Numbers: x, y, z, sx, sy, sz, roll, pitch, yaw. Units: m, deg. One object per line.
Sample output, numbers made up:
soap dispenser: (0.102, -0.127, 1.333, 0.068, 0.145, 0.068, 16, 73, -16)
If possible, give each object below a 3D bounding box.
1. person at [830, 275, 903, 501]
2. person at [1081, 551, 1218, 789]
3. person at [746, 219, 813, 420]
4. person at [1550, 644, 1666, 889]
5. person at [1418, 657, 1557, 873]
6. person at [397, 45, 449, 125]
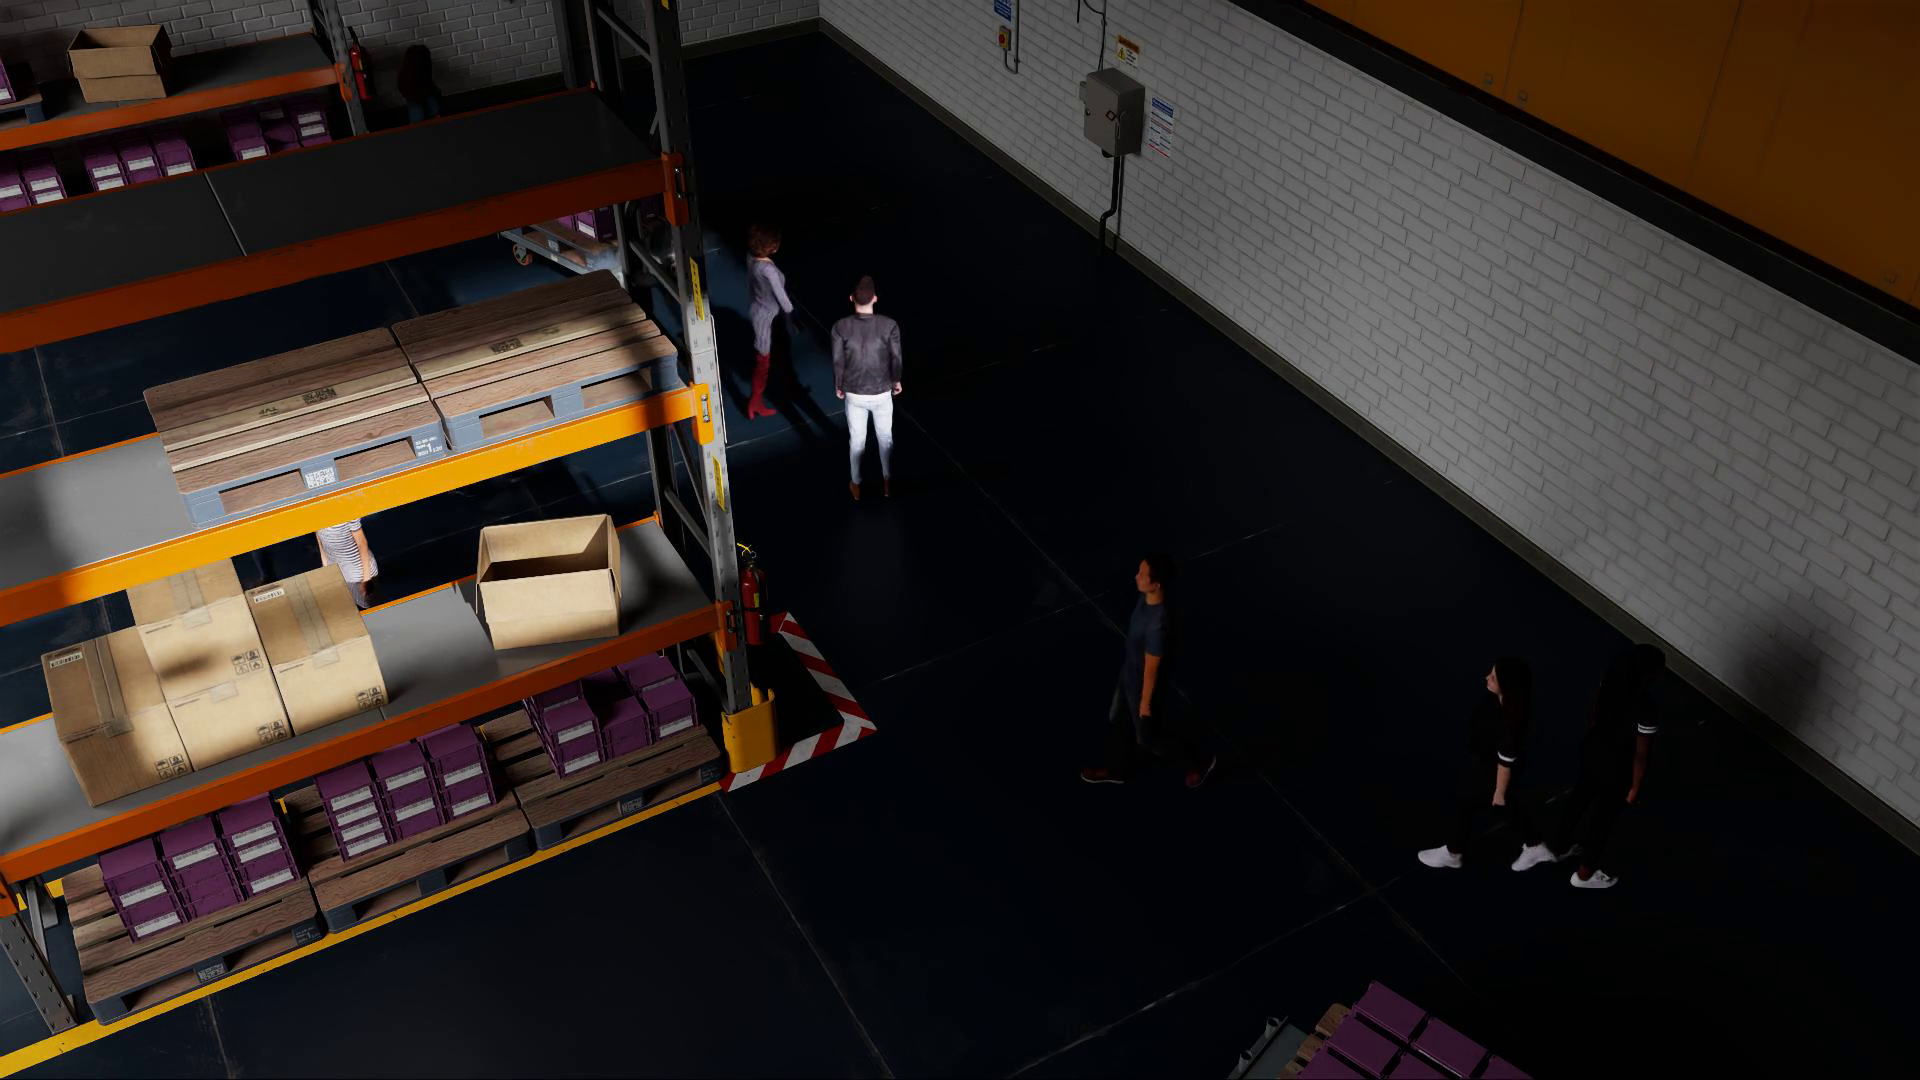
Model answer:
person: (-0.669, -1.089, 12.075, 0.623, 1.836, 0.786, -4, 39, -5)
person: (1.176, 0.821, 9.724, 1.154, 1.787, 0.970, -1, 39, -1)
person: (-1.581, -1.666, 12.915, 0.834, 1.691, 0.619, -16, 41, -19)
person: (3.618, 1.241, 9.245, 0.645, 1.728, 0.663, -11, 40, -13)
person: (3.072, 1.283, 9.282, 1.030, 1.615, 0.988, 9, 40, 12)
person: (-5.084, -3.853, 15.726, 0.793, 1.599, 0.701, -31, 48, -33)
